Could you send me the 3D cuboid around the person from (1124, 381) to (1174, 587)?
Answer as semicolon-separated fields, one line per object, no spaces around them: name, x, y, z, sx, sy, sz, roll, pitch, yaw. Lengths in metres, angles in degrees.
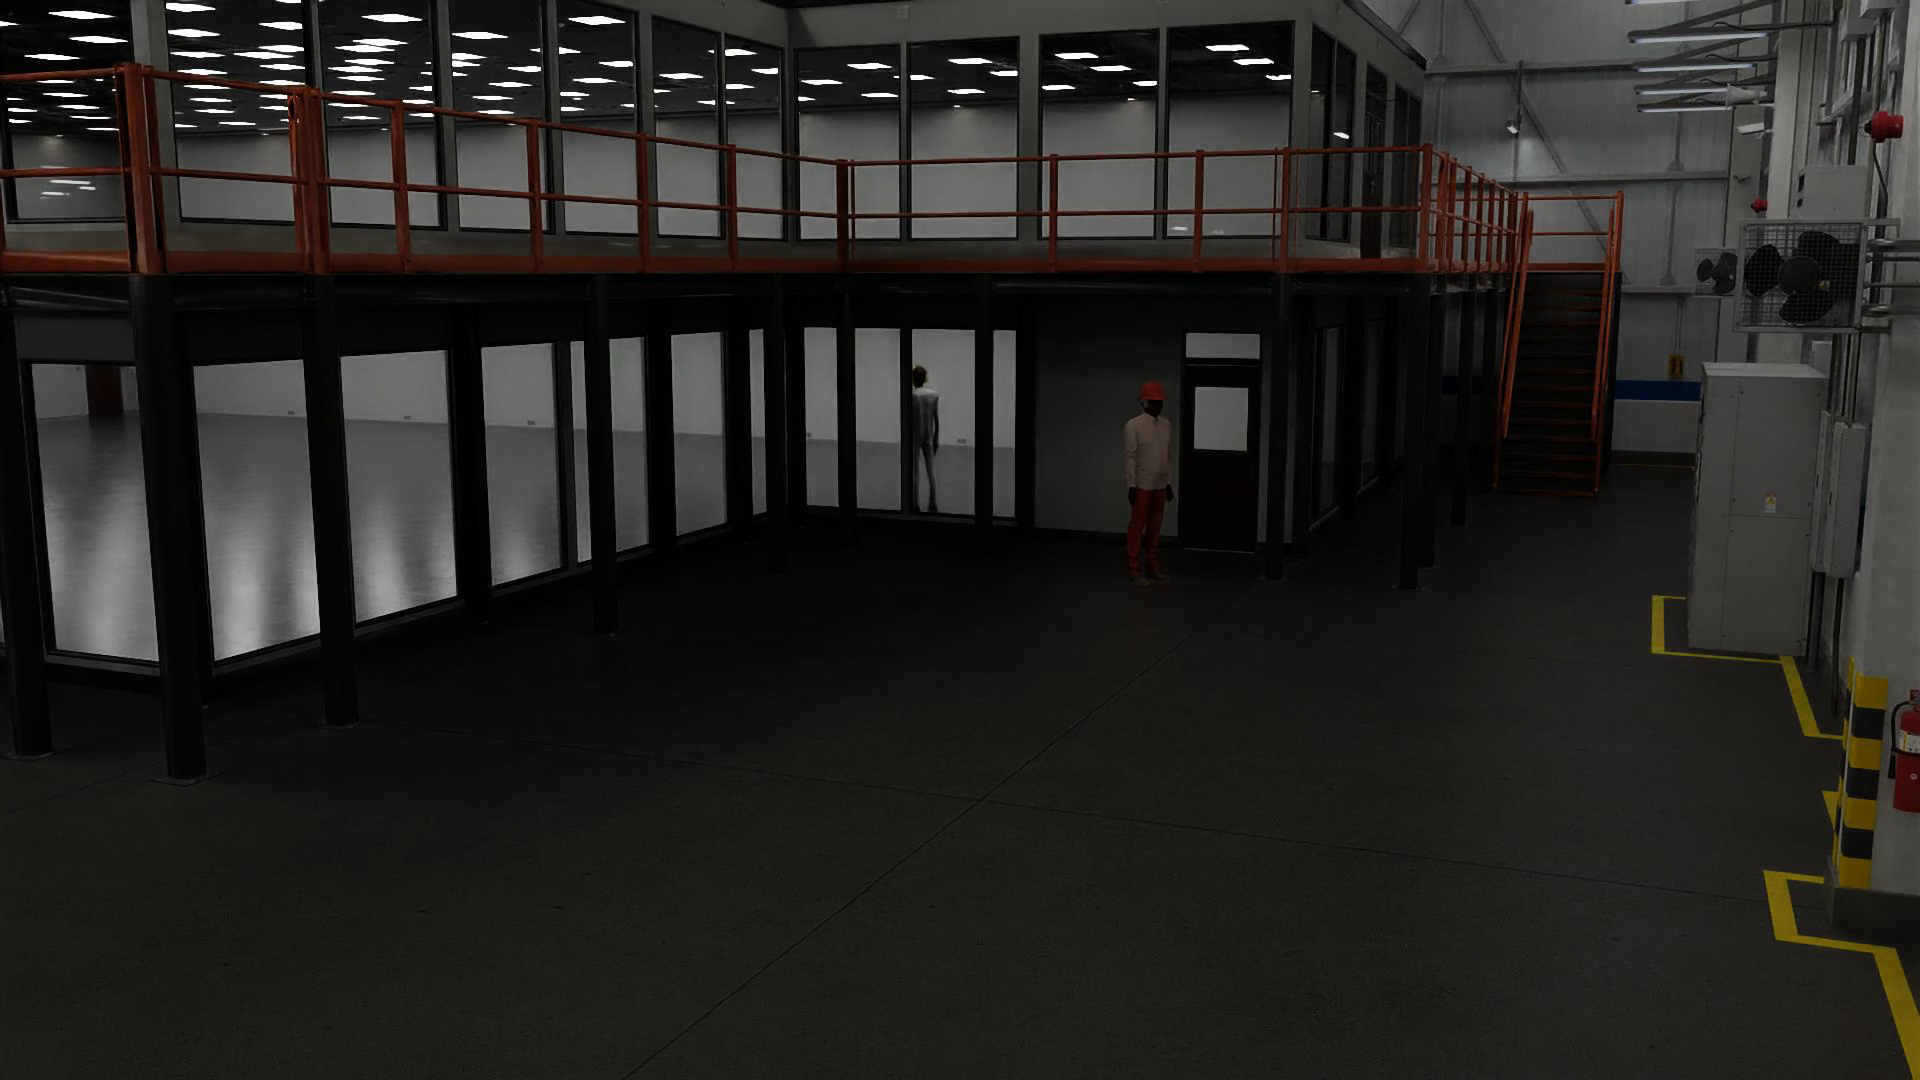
person;1.843;-0.549;16.176;0.612;1.995;0.376;-8;12;-41
